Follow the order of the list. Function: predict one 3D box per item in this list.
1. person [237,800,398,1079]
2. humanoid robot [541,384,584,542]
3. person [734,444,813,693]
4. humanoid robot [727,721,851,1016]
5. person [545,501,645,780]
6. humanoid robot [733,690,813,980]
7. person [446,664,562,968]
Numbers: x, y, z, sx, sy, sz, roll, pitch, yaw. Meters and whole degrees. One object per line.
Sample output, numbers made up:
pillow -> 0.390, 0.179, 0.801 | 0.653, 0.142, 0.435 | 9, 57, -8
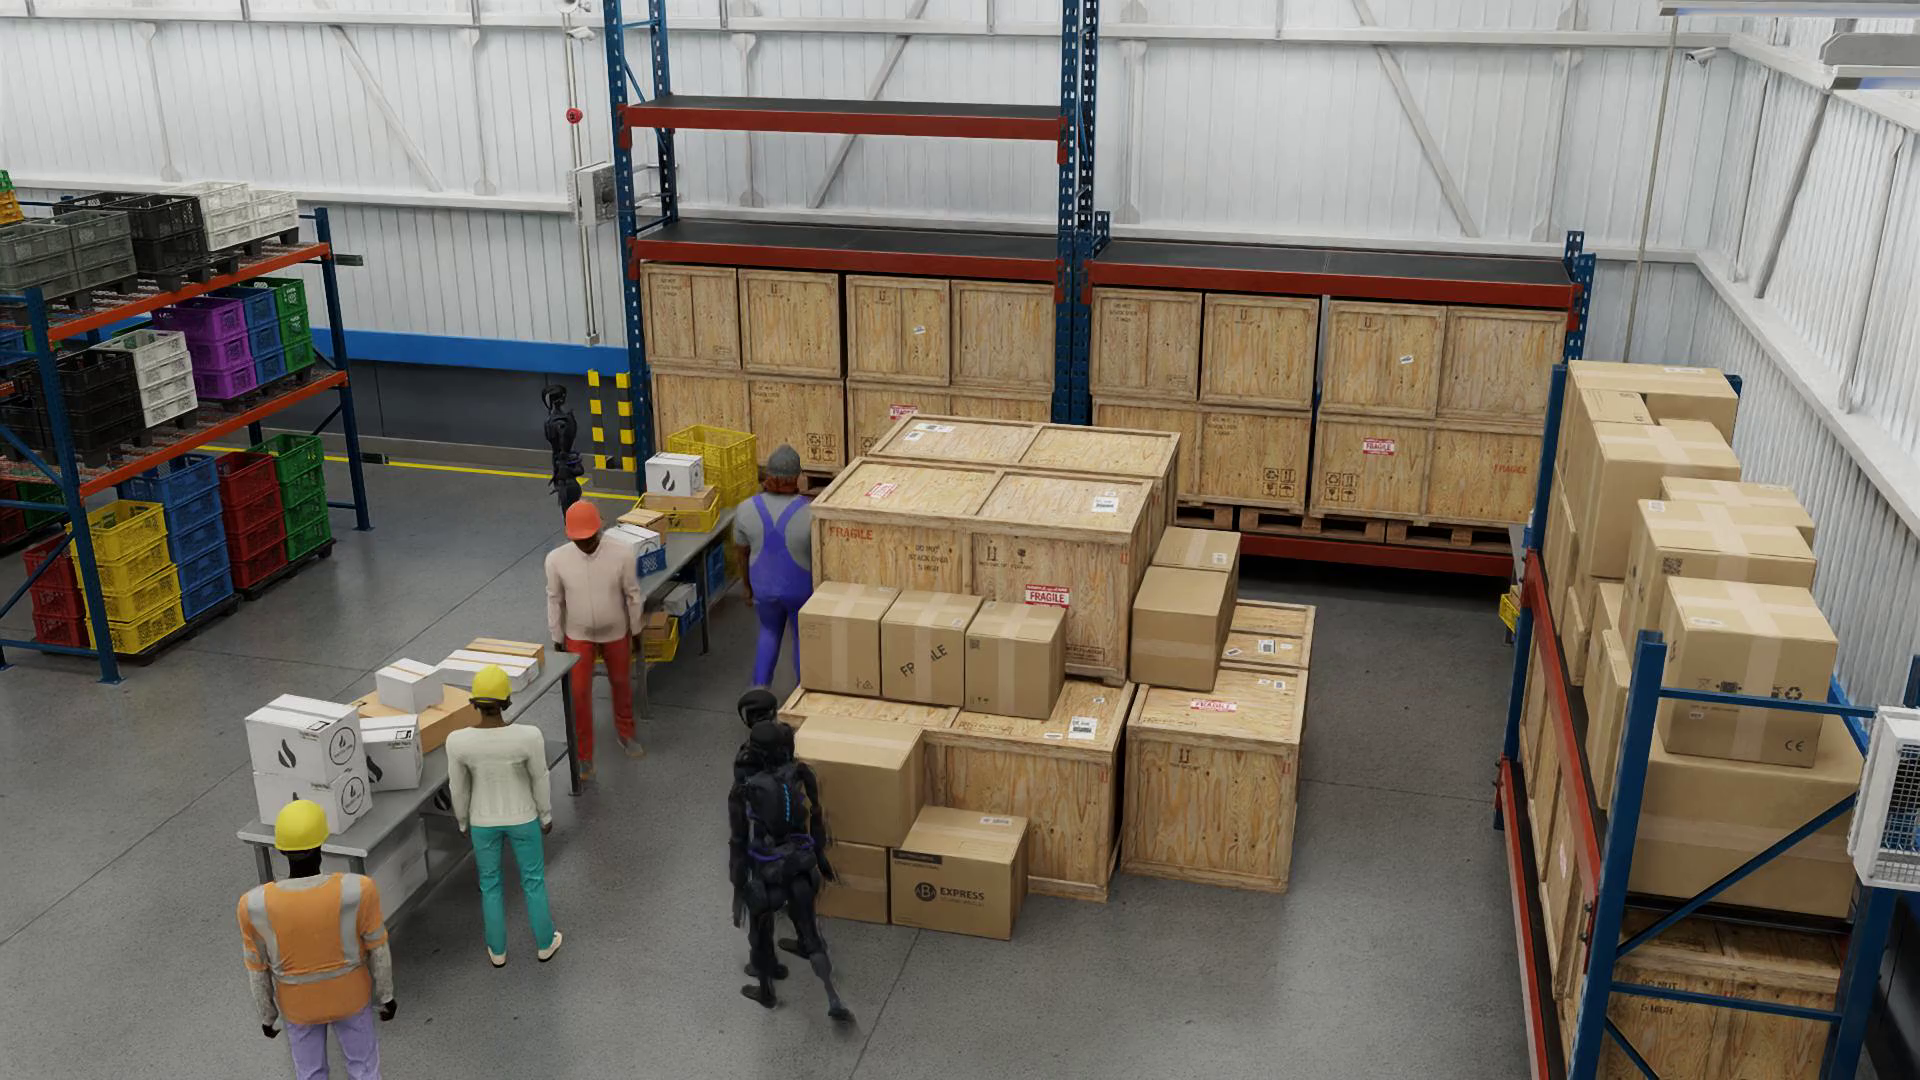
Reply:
person -> -2.826, 2.030, 7.414 | 0.592, 1.926, 0.363 | -6, 22, -16
humanoid robot -> -3.460, -0.555, 14.524 | 0.333, 1.648, 0.589 | -8, 22, -19
person -> -1.207, 0.288, 11.814 | 0.701, 2.000, 0.549 | 5, 22, 14
humanoid robot -> -0.854, 1.741, 8.559 | 0.636, 1.624, 0.656 | -16, 26, -36
person -> -2.407, 0.638, 11.036 | 0.614, 1.952, 0.693 | -5, 22, -14
humanoid robot -> -1.029, 1.551, 9.015 | 0.405, 1.647, 0.658 | 11, 24, 27
person -> -2.472, 1.500, 9.020 | 0.524, 1.768, 0.326 | -3, 21, -7
